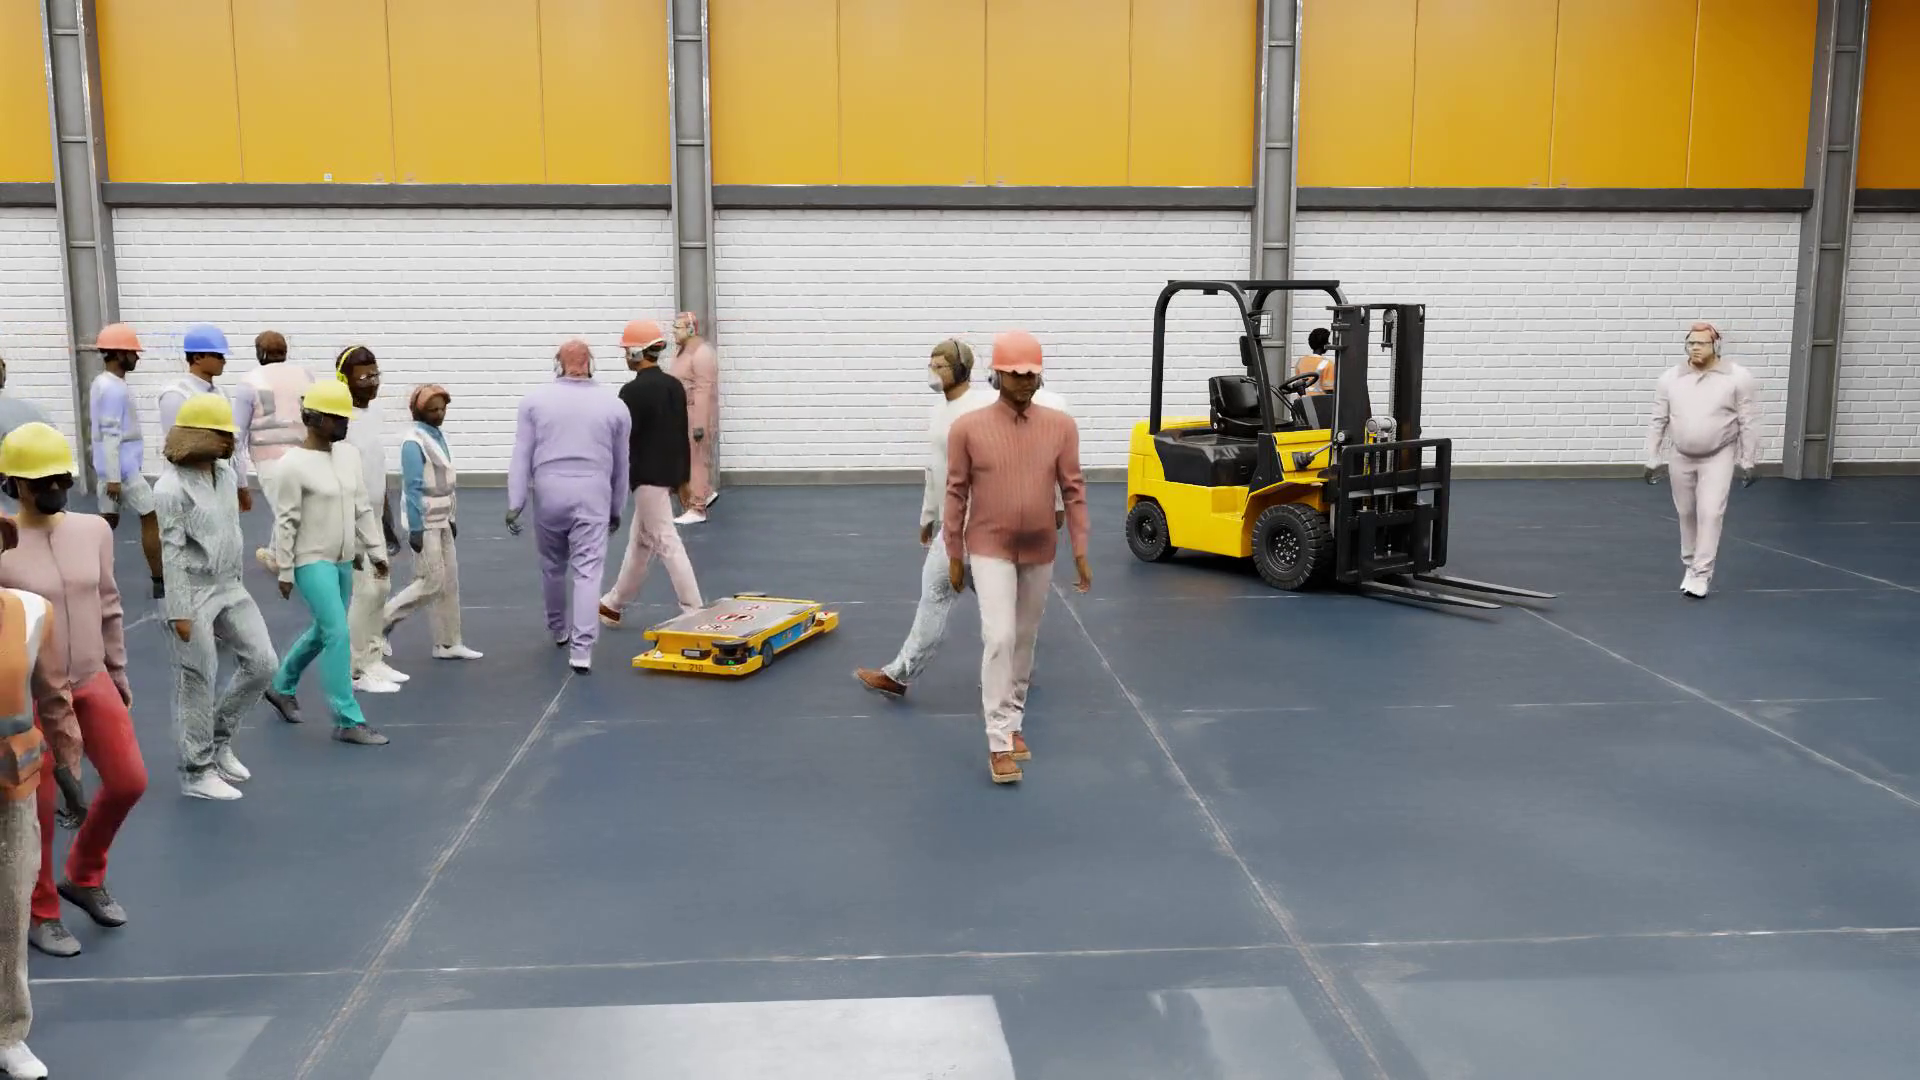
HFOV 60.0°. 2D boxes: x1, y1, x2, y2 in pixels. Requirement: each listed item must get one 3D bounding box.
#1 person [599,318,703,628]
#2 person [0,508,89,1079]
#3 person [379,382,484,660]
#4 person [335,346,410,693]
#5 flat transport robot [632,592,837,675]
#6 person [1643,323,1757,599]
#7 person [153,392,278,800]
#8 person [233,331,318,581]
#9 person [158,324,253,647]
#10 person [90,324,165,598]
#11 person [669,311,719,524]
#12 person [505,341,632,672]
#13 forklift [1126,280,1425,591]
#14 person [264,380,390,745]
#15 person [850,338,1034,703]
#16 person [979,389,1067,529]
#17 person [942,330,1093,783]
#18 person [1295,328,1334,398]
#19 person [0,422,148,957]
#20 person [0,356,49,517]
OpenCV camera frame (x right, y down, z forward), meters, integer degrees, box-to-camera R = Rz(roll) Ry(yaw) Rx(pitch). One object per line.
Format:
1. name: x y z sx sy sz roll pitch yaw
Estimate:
1. person: -1.958 -0.366 10.129 1.007 1.939 0.629 3 10 19
2. person: -2.633 0.698 4.451 0.355 1.622 0.534 5 11 31
3. person: -3.063 -0.089 9.409 0.550 1.619 0.535 0 9 0
4. person: -3.155 -0.100 8.818 0.426 1.839 0.542 3 9 16
5. flat transport robot: -1.288 0.531 9.761 0.652 0.197 1.431 3 9 18
6. person: 5.059 -0.539 11.432 0.686 1.879 0.873 8 12 40
7. person: -3.136 0.244 6.988 0.389 1.726 0.515 2 9 14
8. person: -5.051 -0.620 12.195 0.917 1.799 0.654 6 11 35
9. person: -4.399 -0.313 9.877 0.617 1.923 0.638 1 9 3
10. person: -5.746 -0.503 11.199 0.941 1.902 0.550 -6 11 -33
11. person: -2.411 -1.080 14.785 0.419 1.892 0.673 -5 10 -28
12. person: -2.237 -0.210 9.535 0.717 1.829 1.016 -2 9 -11
13. forklift: 2.301 -0.860 12.475 1.214 2.155 2.313 -6 11 -35
14. person: -3.099 0.090 7.964 0.822 1.733 0.517 3 9 16
15. person: -0.061 -0.099 8.653 1.037 1.882 0.651 -3 9 -16
16. person: 0.336 -0.247 9.667 0.582 1.865 0.666 1 9 3
17. person: 0.281 0.066 7.353 0.622 1.961 0.819 -3 9 -18
18. person: 3.587 -1.297 16.815 0.321 1.690 0.527 -6 11 -32
19. person: -2.930 0.491 5.379 0.408 1.750 0.551 5 10 27
20. person: -4.516 0.030 7.762 0.426 1.914 0.642 1 9 6
